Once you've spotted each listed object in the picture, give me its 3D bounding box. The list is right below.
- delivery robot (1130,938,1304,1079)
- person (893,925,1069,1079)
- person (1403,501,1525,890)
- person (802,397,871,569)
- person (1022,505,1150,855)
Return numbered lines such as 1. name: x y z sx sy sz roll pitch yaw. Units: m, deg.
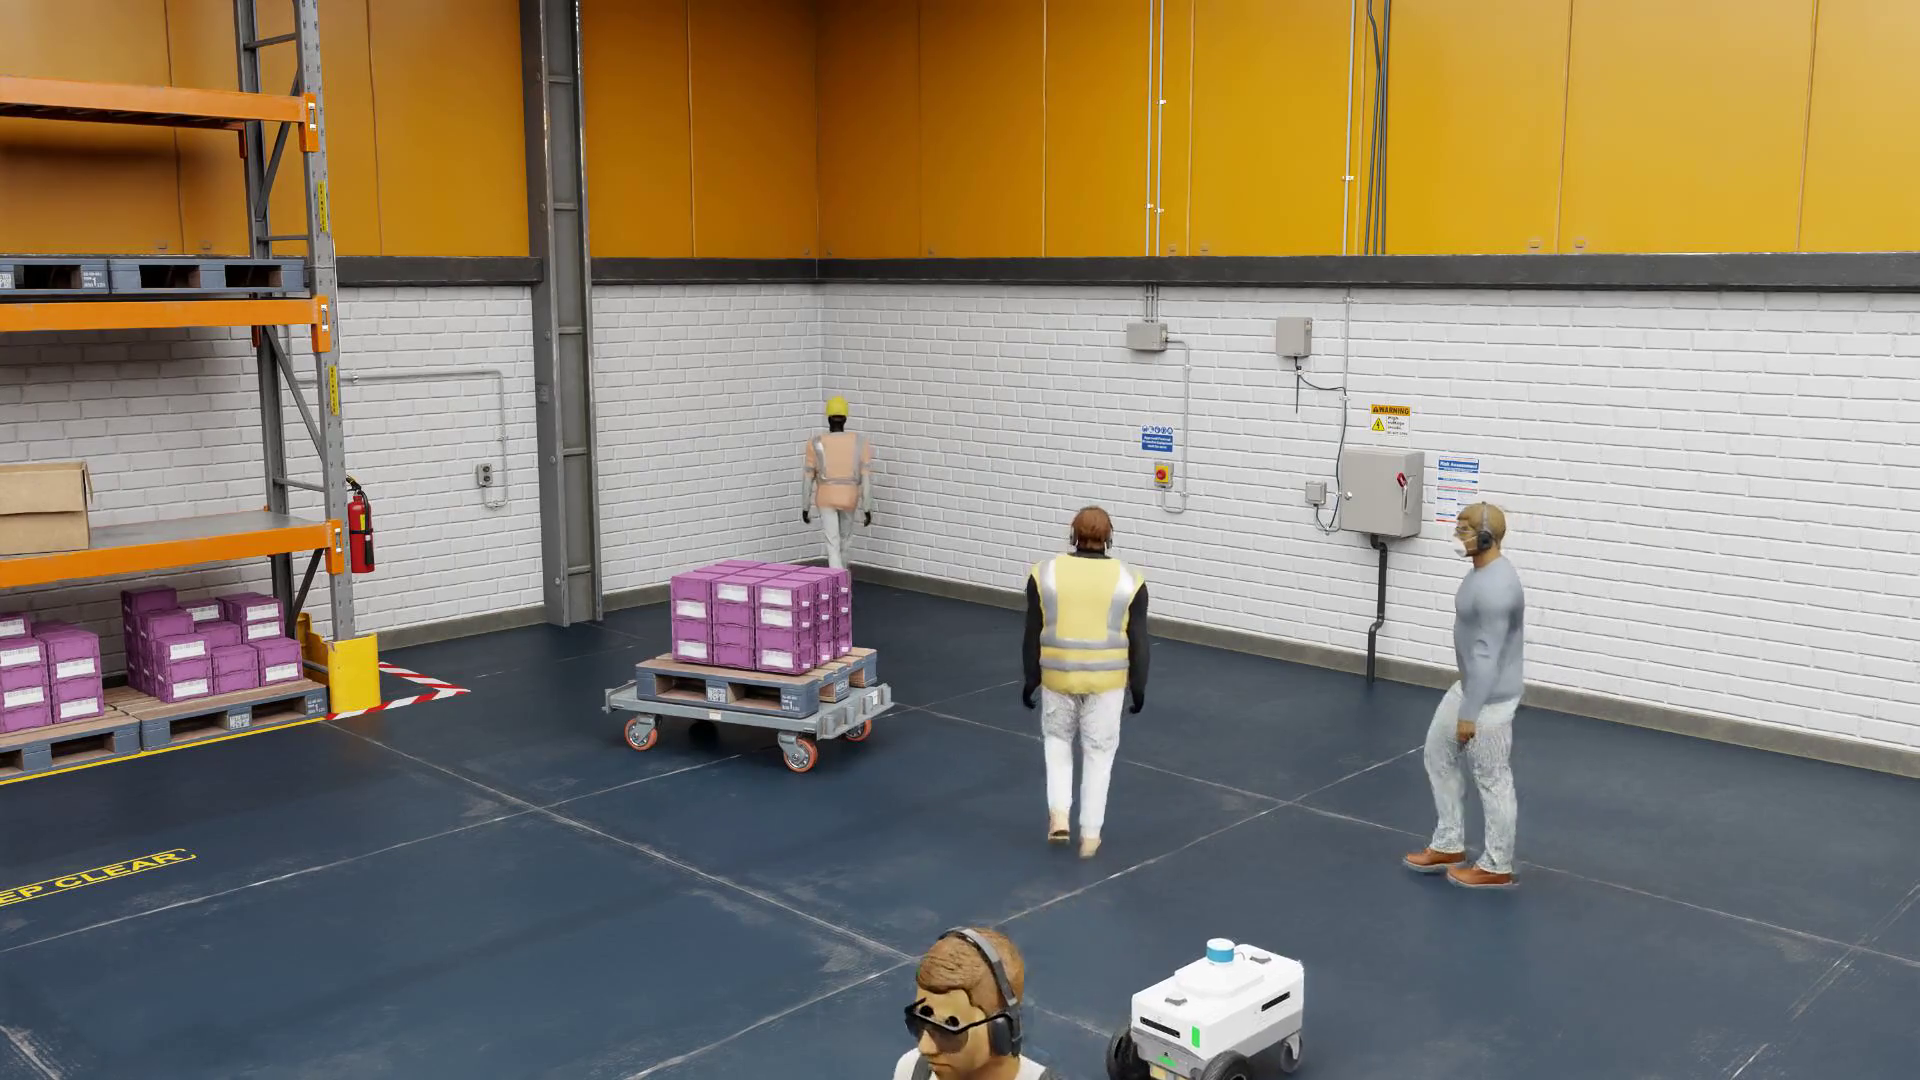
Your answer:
1. delivery robot: 0.958 1.718 6.145 0.707 0.478 0.477 -9 13 -44
2. person: 0.004 1.628 3.170 0.521 1.805 0.899 7 11 35
3. person: 2.426 0.763 8.099 0.668 1.921 0.655 2 9 11
4. person: -1.130 -0.358 15.125 0.604 1.871 0.980 -3 10 -15
5. person: 0.655 0.728 8.609 0.658 1.829 0.446 2 9 10
